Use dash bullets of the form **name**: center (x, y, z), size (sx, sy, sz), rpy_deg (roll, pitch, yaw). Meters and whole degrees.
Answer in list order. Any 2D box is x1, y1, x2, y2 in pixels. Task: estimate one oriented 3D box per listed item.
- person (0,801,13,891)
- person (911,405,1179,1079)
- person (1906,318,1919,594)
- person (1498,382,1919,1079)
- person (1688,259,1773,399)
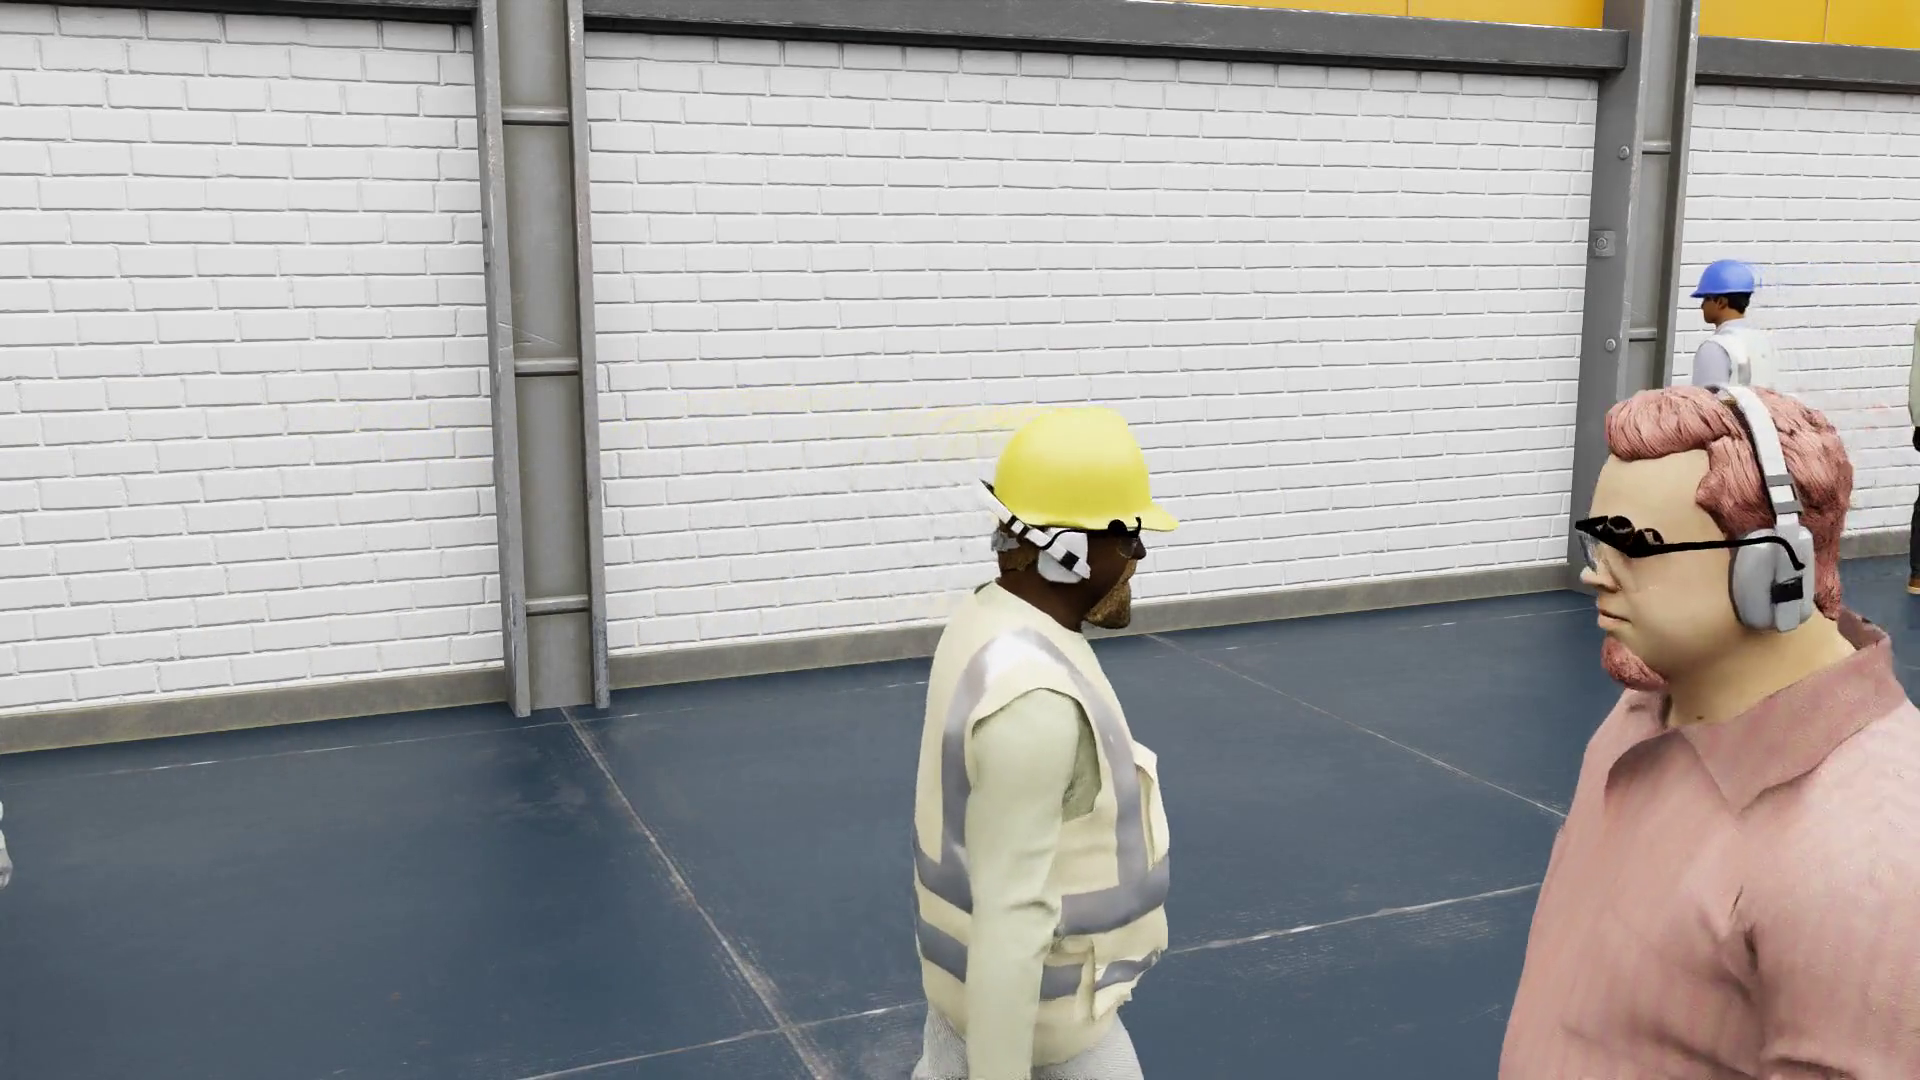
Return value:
- **person**: center (-2.173, 0.609, 3.366), size (0.498, 1.634, 0.282), rpy_deg (1, 10, 6)
- **person**: center (0.050, 0.669, 2.660), size (0.945, 1.790, 0.596), rpy_deg (-1, 10, -6)
- **person**: center (5.636, -0.653, 9.325), size (0.375, 1.995, 0.609), rpy_deg (-7, 13, -35)
- **person**: center (0.784, 0.780, 1.715), size (0.467, 1.888, 0.655), rpy_deg (1, 10, 8)
- **person**: center (3.716, -0.367, 7.935), size (0.612, 1.927, 0.621), rpy_deg (10, 14, 43)
